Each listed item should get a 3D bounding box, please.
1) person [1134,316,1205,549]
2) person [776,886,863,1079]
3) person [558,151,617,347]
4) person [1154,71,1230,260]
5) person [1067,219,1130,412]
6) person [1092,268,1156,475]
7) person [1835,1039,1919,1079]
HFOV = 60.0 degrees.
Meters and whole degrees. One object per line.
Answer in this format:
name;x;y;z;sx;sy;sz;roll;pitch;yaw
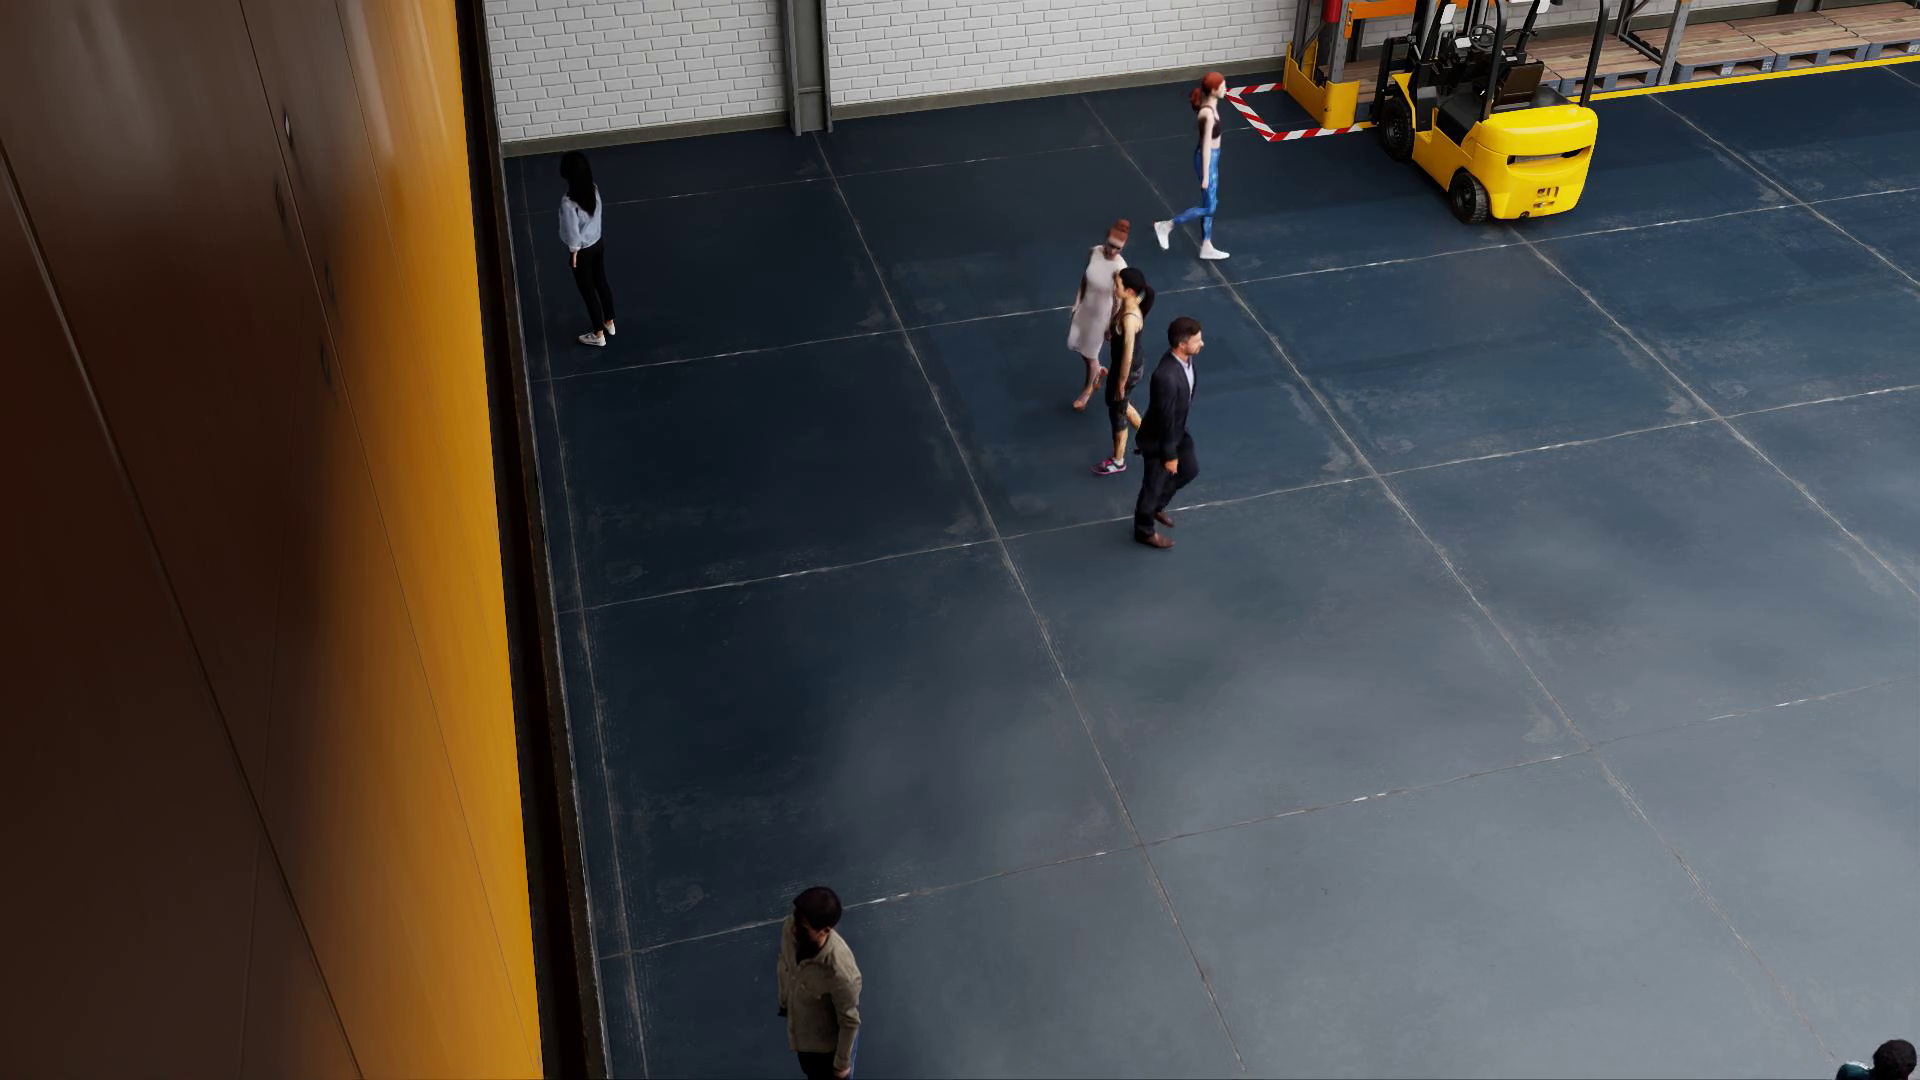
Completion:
person;1.343;-0.734;11.501;0.838;1.857;0.789;15;41;18
person;-0.631;2.257;7.748;0.756;1.865;0.786;-28;46;-30
person;-3.086;-2.403;13.709;0.733;1.709;0.698;14;41;16
person;2.104;-3.291;14.770;1.008;1.772;0.769;2;39;3
person;1.130;-1.691;12.780;0.755;1.756;0.711;-14;41;-17
person;1.283;-1.241;12.246;0.838;1.719;0.751;3;39;4
person;4.078;2.757;7.639;0.960;1.221;0.729;-26;45;-29
